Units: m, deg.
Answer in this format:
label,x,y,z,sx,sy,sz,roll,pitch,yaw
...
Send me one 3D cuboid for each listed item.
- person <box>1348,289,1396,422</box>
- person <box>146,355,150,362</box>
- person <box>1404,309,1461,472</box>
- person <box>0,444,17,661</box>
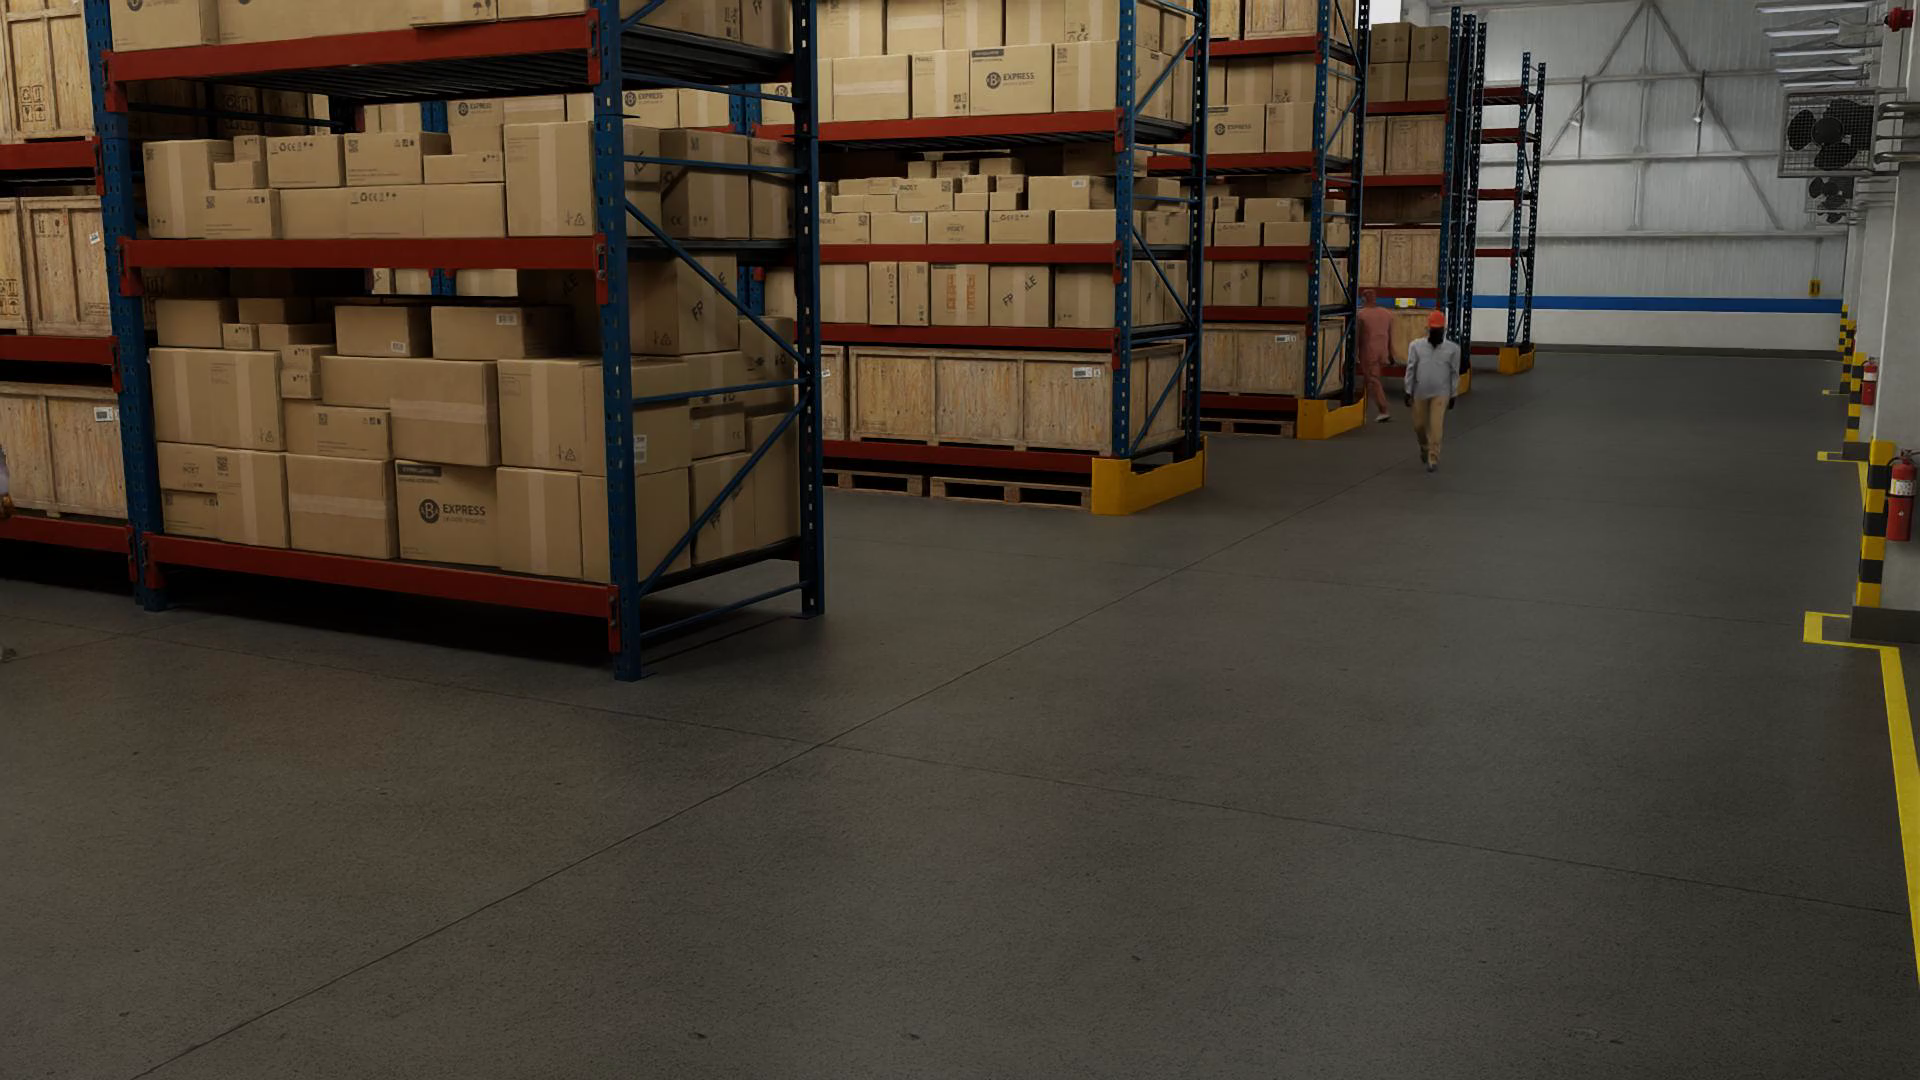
label,x,y,z,sx,sy,sz,roll,pitch,yaw
person,5.753,-2.580,23.223,0.655,1.842,1.075,-5,11,-26
person,-8.027,-1.403,16.097,0.552,1.937,0.356,-7,12,-37
person,5.082,-1.615,17.901,0.574,1.734,0.559,4,11,21
person,-5.622,-0.254,9.468,0.786,1.922,0.638,2,10,14
